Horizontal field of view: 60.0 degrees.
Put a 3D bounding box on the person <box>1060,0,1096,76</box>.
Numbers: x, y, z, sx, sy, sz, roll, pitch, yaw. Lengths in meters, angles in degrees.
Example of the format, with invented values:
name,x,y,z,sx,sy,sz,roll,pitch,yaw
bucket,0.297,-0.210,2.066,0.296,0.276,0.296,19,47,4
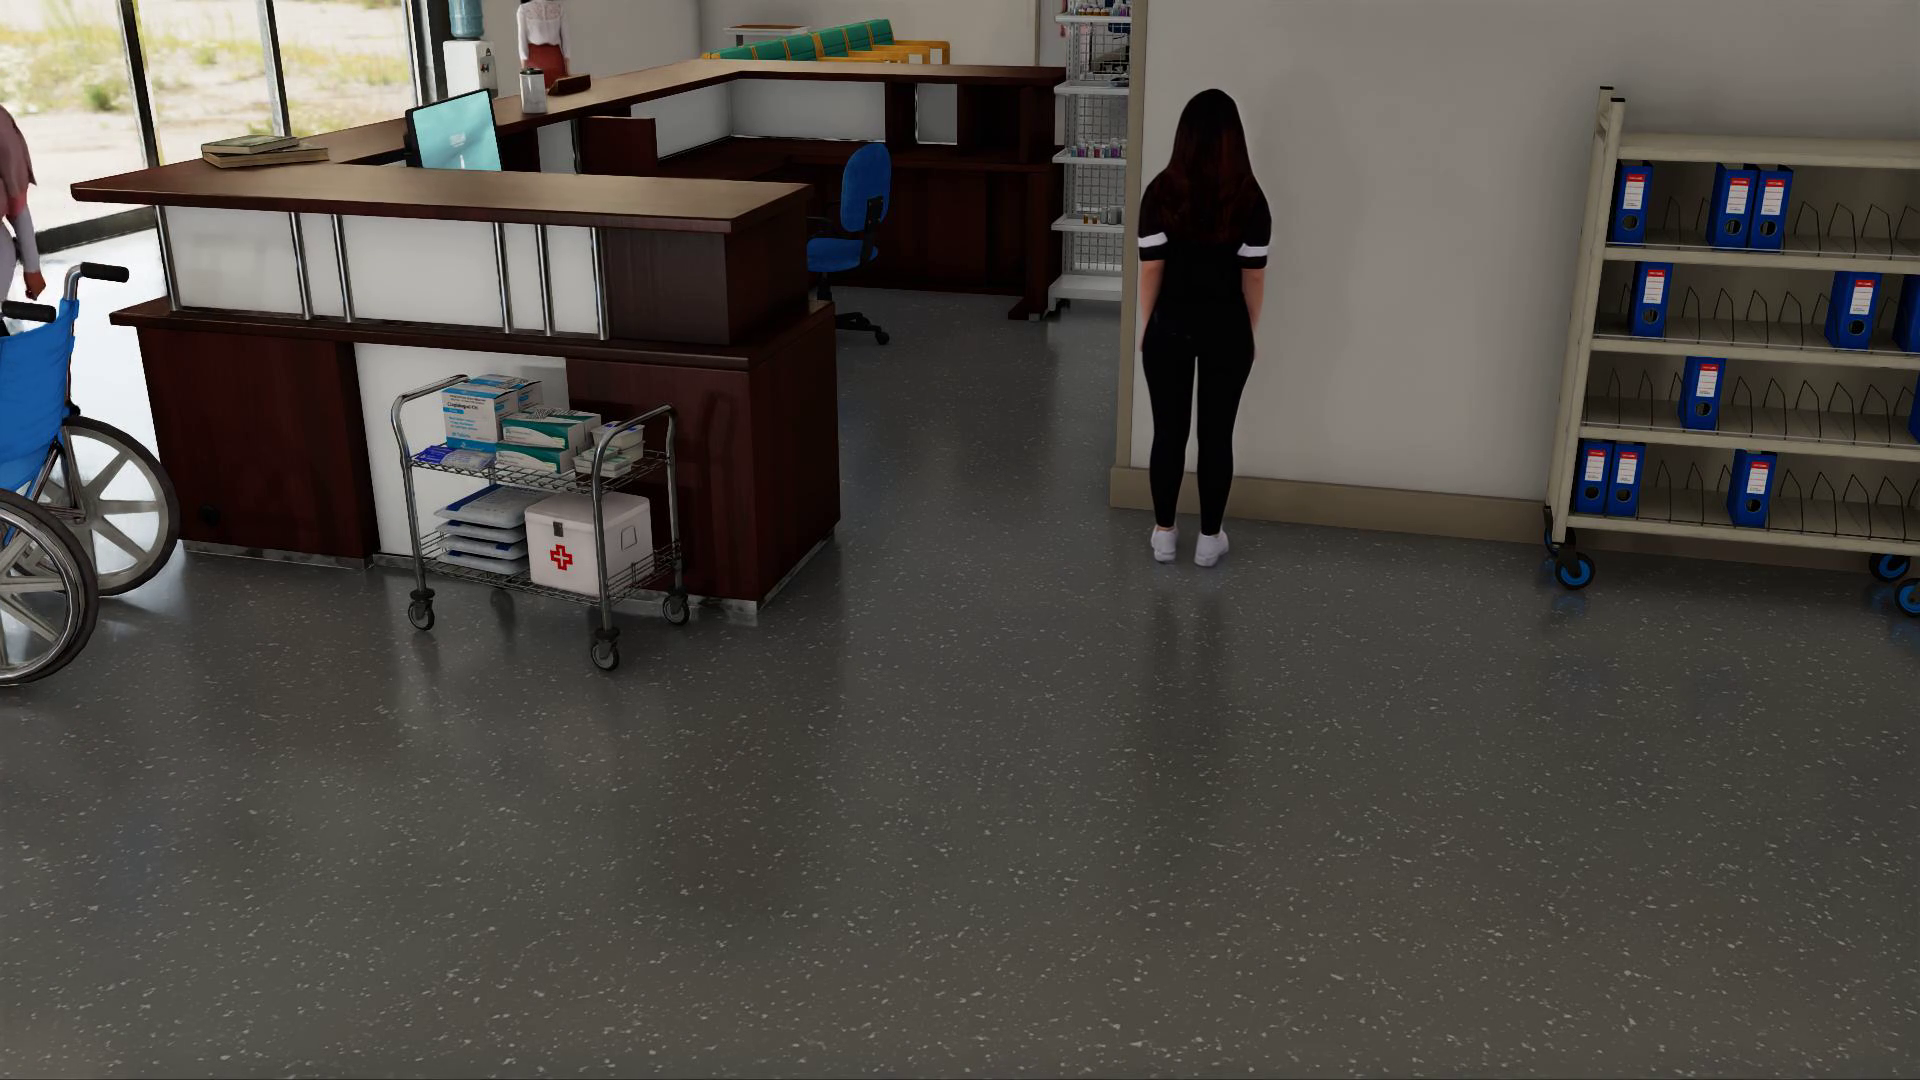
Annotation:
name,x,y,z,sx,sy,sz,roll,pitch,yaw
person,1.395,-6.269,20.573,1.013,1.512,0.844,15,25,34

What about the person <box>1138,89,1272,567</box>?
name,x,y,z,sx,sy,sz,roll,pitch,yaw
person,0.819,-0.714,5.731,0.551,1.637,0.682,3,21,8

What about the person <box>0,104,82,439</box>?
name,x,y,z,sx,sy,sz,roll,pitch,yaw
person,-3.823,-1.079,6.525,1.210,1.757,0.875,1,21,3

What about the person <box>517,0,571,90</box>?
name,x,y,z,sx,sy,sz,roll,pitch,yaw
person,-3.518,-3.958,14.136,0.659,1.751,0.723,-11,24,-28
